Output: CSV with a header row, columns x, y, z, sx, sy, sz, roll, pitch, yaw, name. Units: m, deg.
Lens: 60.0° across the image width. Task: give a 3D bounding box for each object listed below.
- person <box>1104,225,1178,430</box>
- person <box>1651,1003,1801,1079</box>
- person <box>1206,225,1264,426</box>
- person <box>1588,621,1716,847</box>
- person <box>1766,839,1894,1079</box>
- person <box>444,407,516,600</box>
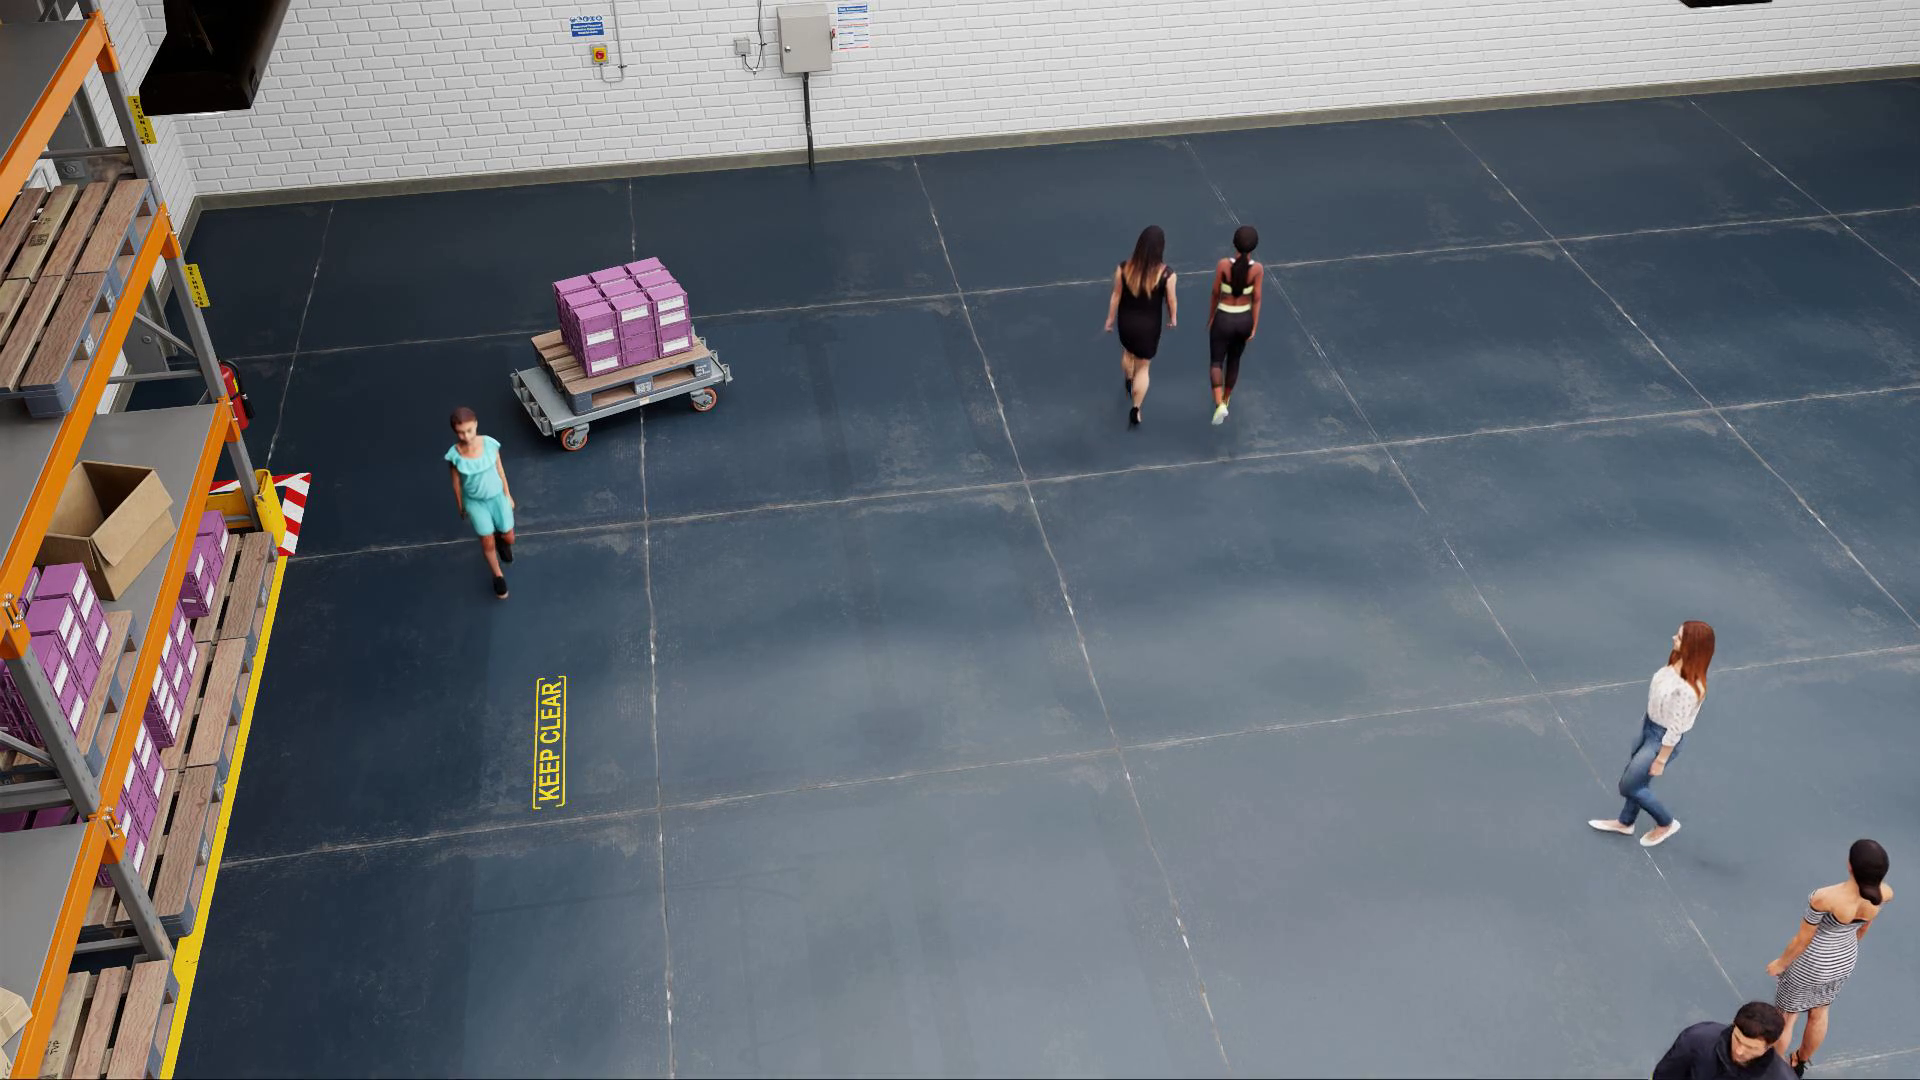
x,y,z,sx,sy,sz,roll,pitch,yaw,name
1.434,-1.671,13.429,0.928,1.687,1.035,11,40,14,person
3.475,2.743,7.710,0.854,1.927,0.954,30,47,32,person
2.190,-1.676,13.396,0.700,1.736,0.968,3,39,4,person
4.215,1.178,9.833,0.809,1.724,0.774,9,39,11,person
4.386,2.187,8.491,0.606,1.822,0.525,-8,39,-10,person
-3.392,-0.318,11.848,0.646,1.547,0.796,-15,41,-18,person
